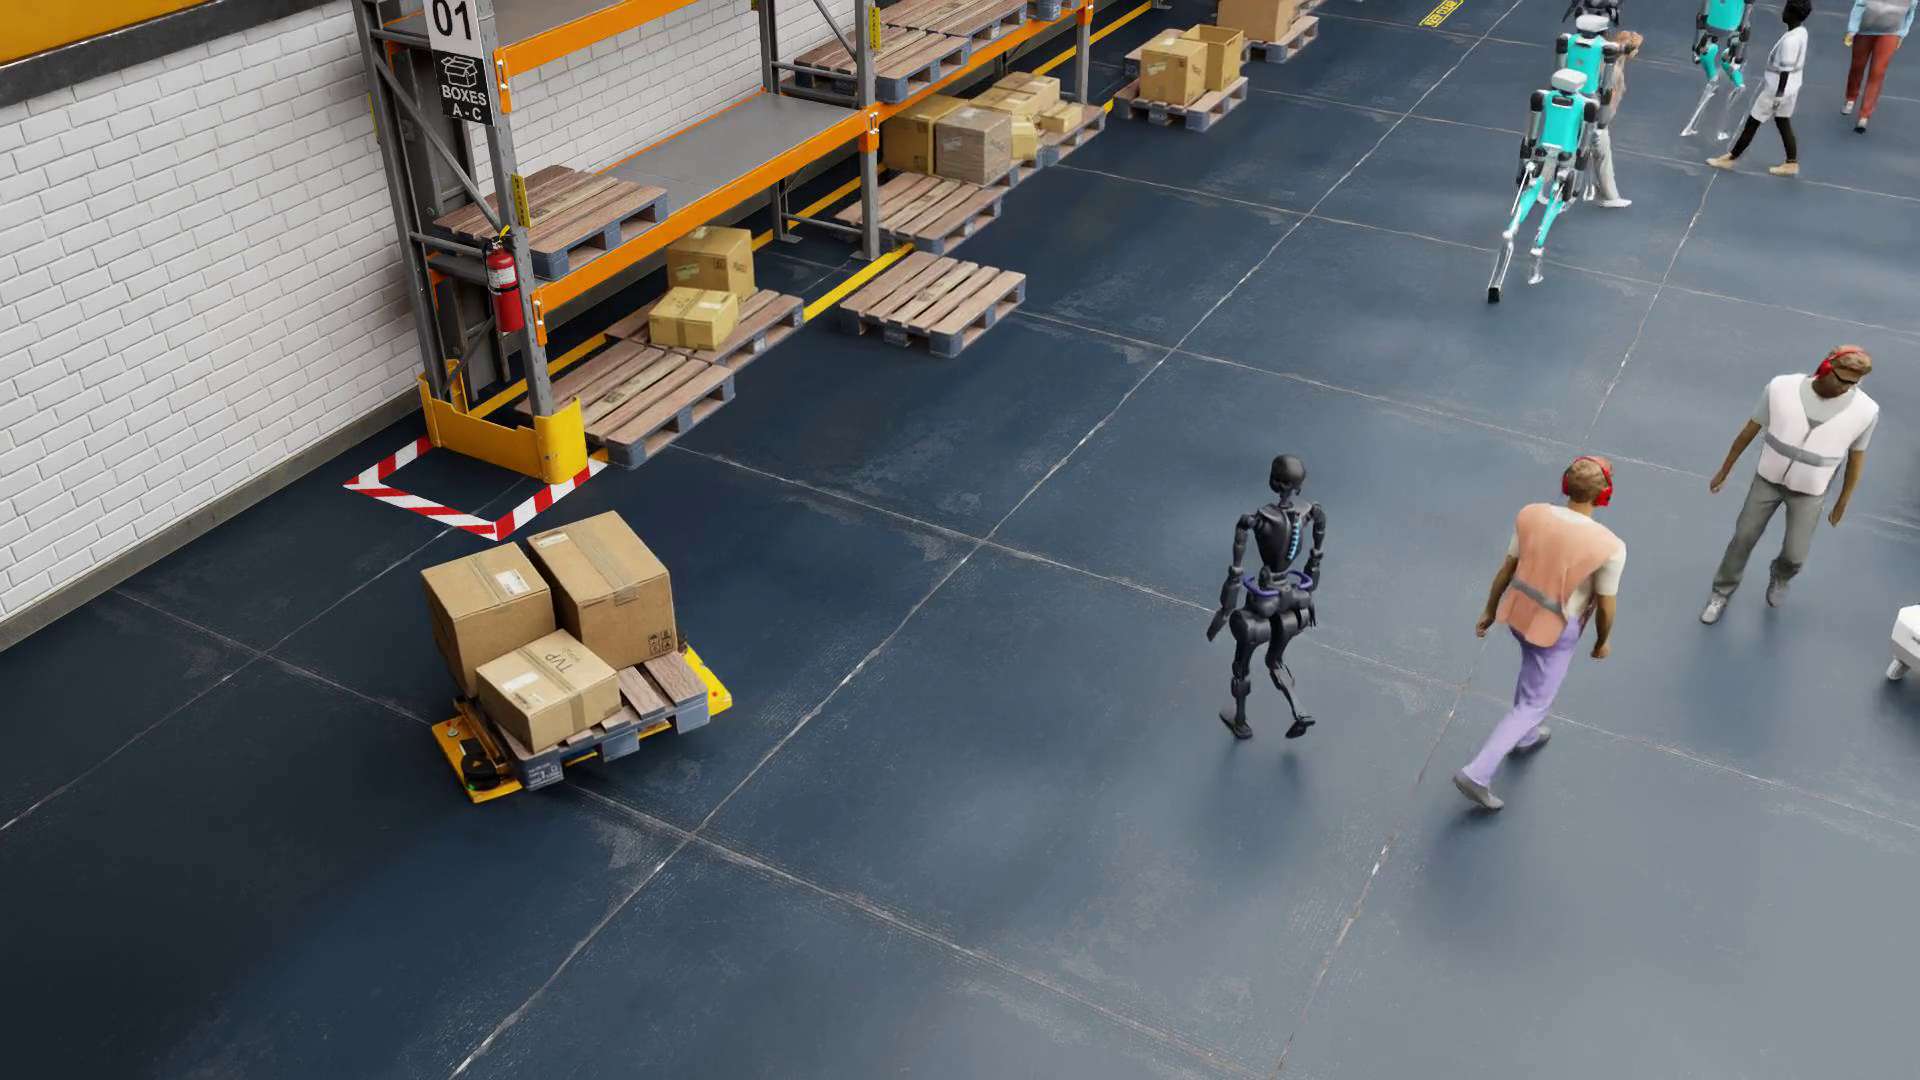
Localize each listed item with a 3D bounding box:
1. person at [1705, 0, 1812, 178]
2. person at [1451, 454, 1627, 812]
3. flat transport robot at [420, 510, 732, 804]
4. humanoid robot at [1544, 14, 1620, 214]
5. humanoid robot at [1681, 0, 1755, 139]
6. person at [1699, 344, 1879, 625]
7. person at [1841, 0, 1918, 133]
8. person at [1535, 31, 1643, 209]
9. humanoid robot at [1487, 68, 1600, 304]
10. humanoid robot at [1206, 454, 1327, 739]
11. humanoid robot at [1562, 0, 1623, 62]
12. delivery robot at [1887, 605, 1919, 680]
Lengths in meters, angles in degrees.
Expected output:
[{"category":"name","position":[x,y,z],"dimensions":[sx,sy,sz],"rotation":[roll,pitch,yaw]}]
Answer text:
[{"category":"person","position":[7.440,-4.127,15.135],"dimensions":[0.798,1.652,0.536],"rotation":[21,39,29]},{"category":"person","position":[2.776,0.447,8.093],"dimensions":[0.829,1.794,0.573],"rotation":[-18,38,-25]},{"category":"flat transport robot","position":[-1.997,0.896,8.793],"dimensions":[1.431,0.231,0.659],"rotation":[-20,38,-27]},{"category":"humanoid robot","position":[5.494,-3.716,14.488],"dimensions":[0.530,1.822,0.888],"rotation":[29,43,36]},{"category":"humanoid robot","position":[7.365,-4.700,15.935],"dimensions":[0.799,1.783,0.537],"rotation":[-24,40,-31]},{"category":"person","position":[4.571,-0.334,9.248],"dimensions":[0.712,1.819,0.485],"rotation":[21,39,28]},{"category":"person","position":[8.952,-4.955,16.233],"dimensions":[0.535,1.821,0.998],"rotation":[18,38,25]},{"category":"person","position":[5.499,-3.659,14.500],"dimensions":[0.926,1.567,0.519],"rotation":[4,34,6]},{"category":"humanoid robot","position":[4.443,-2.671,12.880],"dimensions":[0.538,1.770,0.948],"rotation":[23,40,30]},{"category":"humanoid robot","position":[1.574,0.358,8.341],"dimensions":[0.616,1.638,0.527],"rotation":[-14,36,-20]},{"category":"humanoid robot","position":[6.601,-5.494,17.194],"dimensions":[0.608,1.643,0.492],"rotation":[-4,34,-7]},{"category":"delivery robot","position":[5.352,0.673,8.865],"dimensions":[0.521,0.588,0.760],"rotation":[-10,35,-15]}]
